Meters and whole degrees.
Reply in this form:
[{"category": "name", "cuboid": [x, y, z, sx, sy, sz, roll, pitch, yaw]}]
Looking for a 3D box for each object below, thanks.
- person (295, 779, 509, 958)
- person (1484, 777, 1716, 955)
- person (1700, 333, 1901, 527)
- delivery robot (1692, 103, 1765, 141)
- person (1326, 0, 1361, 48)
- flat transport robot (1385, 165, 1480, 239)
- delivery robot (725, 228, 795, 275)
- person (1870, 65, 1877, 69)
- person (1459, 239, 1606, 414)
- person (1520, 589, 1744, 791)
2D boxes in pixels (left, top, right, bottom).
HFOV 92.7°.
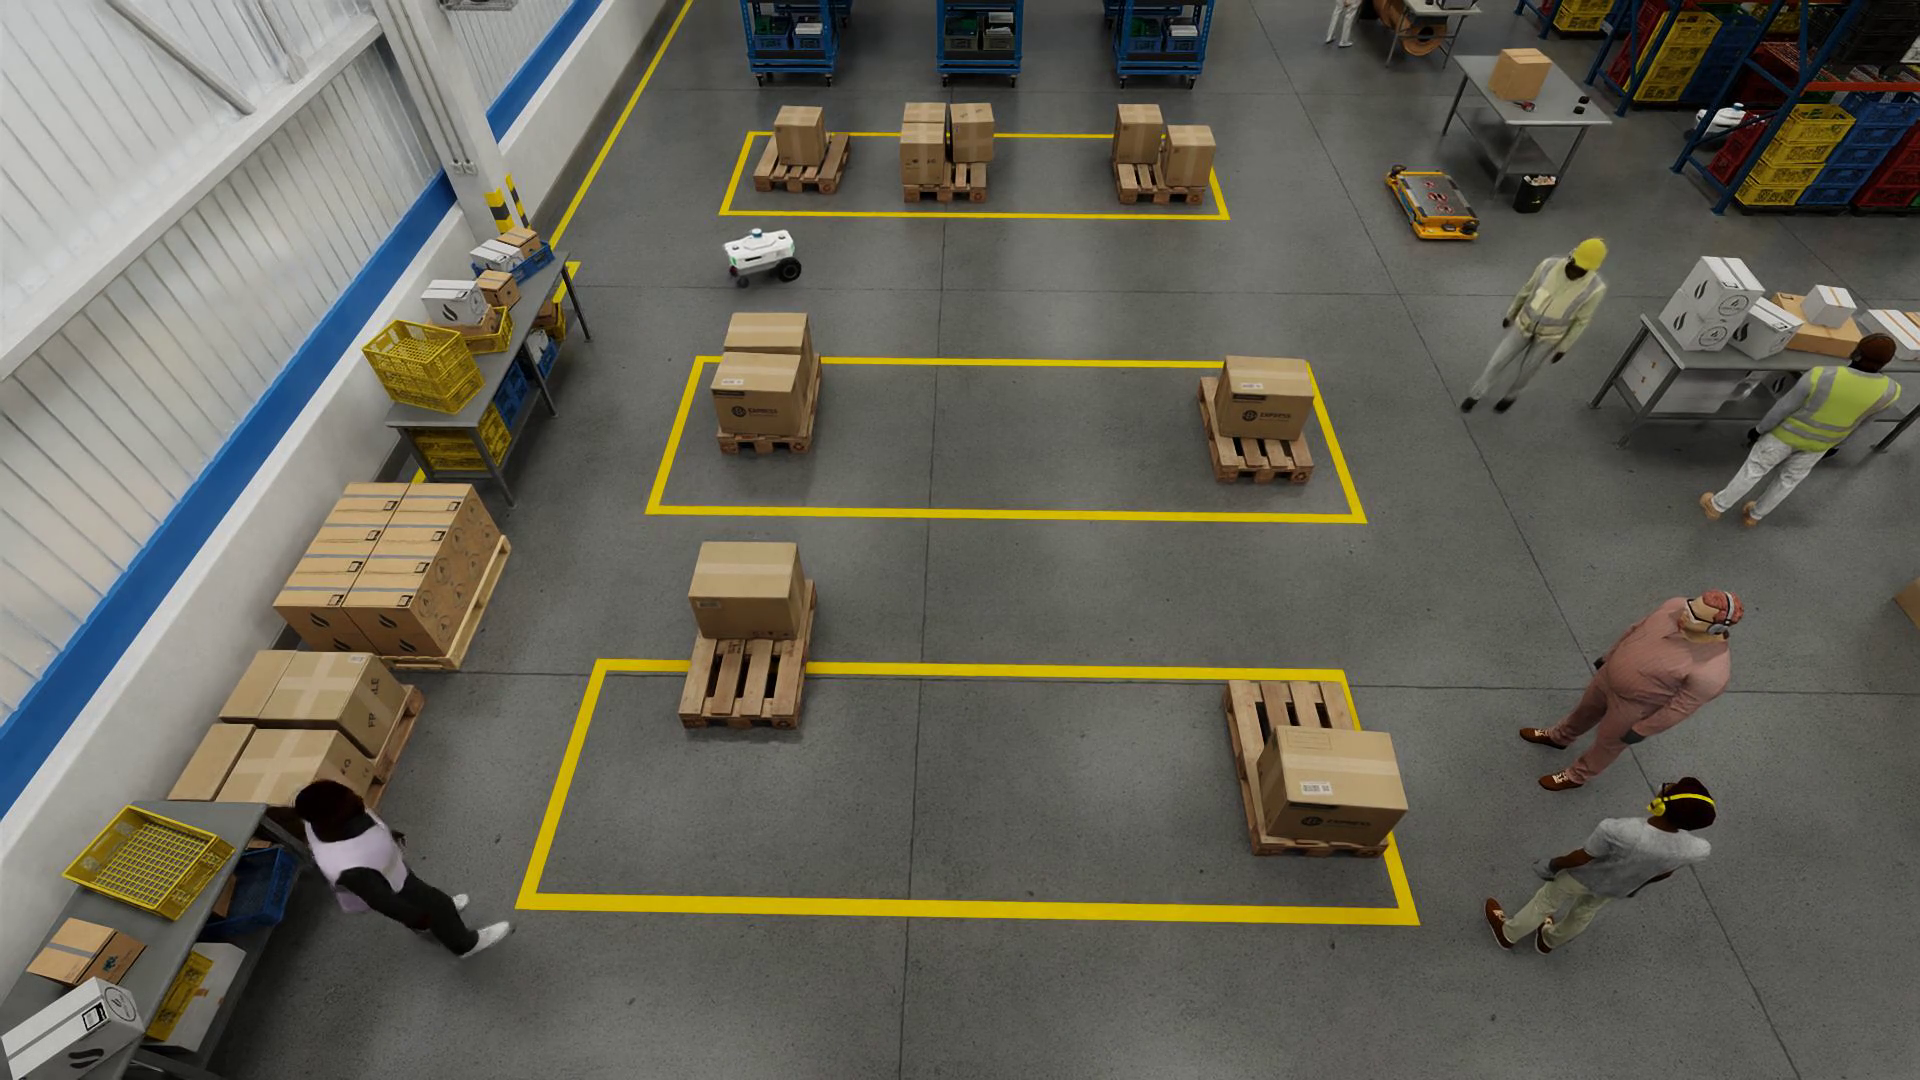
[{"category": "person", "cuboid": [-3.022, 1.777, 4.927, 0.547, 1.890, 0.616, -33, 57, -25]}, {"category": "person", "cuboid": [3.418, 1.781, 4.924, 0.508, 1.872, 0.329, 8, 50, 7]}, {"category": "person", "cuboid": [6.602, -0.829, 7.205, 0.622, 1.838, 0.429, 17, 51, 14]}, {"category": "delivery robot", "cuboid": [10.044, -5.459, 11.994, 0.707, 0.478, 0.477, 6, 49, 5]}, {"category": "person", "cuboid": [5.949, -8.376, 13.867, 0.314, 1.636, 0.516, -29, 55, -23]}, {"category": "flat transport robot", "cuboid": [5.692, -4.094, 11.059, 0.652, 0.197, 1.431, 1, 49, 1]}, {"category": "delivery robot", "cuboid": [-2.180, -3.157, 10.001, 0.707, 0.478, 0.477, -18, 52, -15]}, {"category": "person", "cuboid": [13.851, -8.082, 13.486, 0.578, 1.842, 1.001, 6, 49, 5]}, {"category": "person", "cuboid": [5.071, -1.826, 8.091, 0.641, 1.795, 0.634, -34, 57, -26]}, {"category": "person", "cuboid": [4.113, 0.928, 5.638, 0.410, 1.909, 0.643, 3, 49, 3]}]
